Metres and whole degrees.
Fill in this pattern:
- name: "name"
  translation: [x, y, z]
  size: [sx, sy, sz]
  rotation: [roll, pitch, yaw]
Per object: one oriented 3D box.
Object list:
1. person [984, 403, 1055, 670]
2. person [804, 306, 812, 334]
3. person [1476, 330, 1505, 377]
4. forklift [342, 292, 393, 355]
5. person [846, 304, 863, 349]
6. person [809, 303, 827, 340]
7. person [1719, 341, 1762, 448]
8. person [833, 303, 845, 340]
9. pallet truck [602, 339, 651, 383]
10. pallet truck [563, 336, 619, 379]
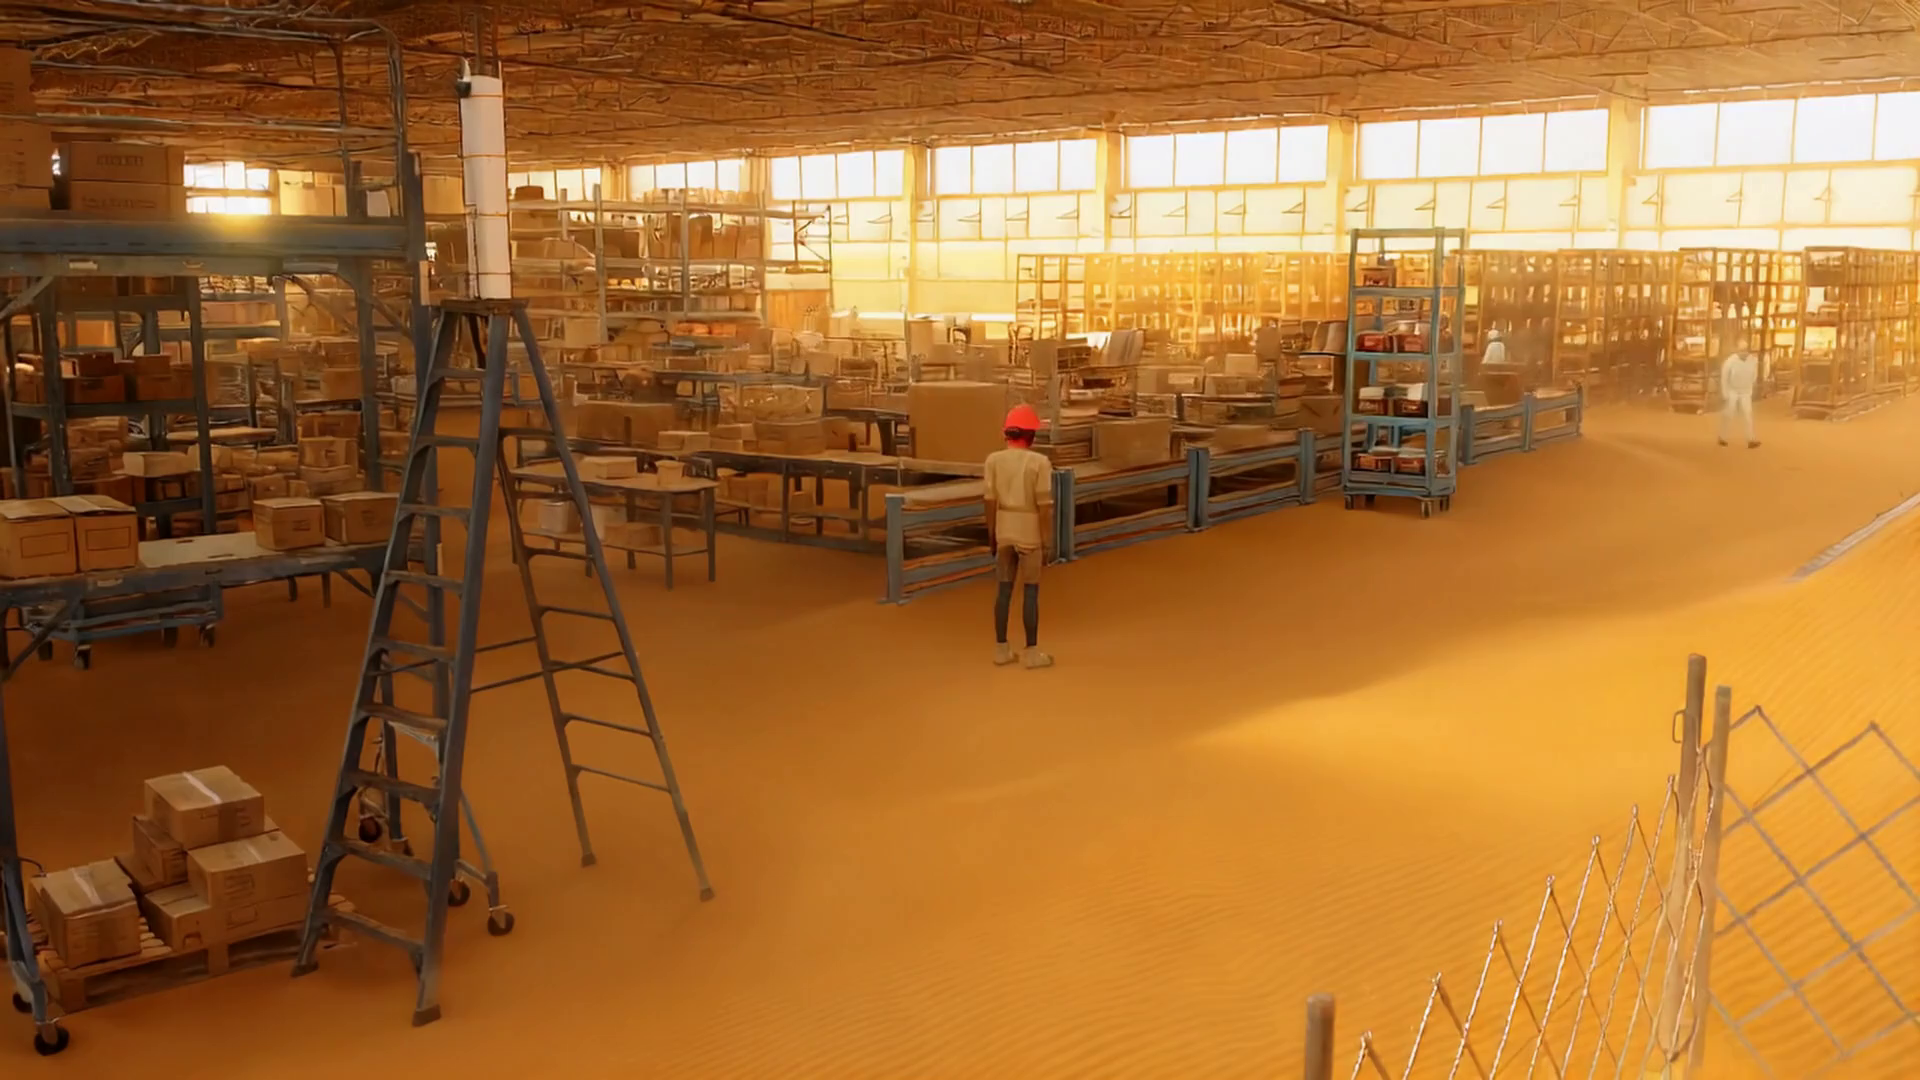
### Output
- name: "person"
  translation: [0.470, -0.023, 12.764]
  size: [0.608, 2.048, 0.366]
  rotation: [6, 11, 34]
- name: "person"
  translation: [-6.020, -8.376, 65.779]
  size: [0.312, 1.768, 0.530]
  rotation: [-8, 12, -39]
- name: "person"
  translation: [11.795, -3.761, 36.932]
  size: [0.596, 1.785, 0.923]
  rotation: [-8, 12, -39]
- name: "forklift"
  translation: [-16.485, -5.622, 45.120]
  size: [1.129, 2.768, 1.873]
  rotation: [7, 11, 37]
- name: "person"
  translation: [-3.859, -7.739, 61.291]
  size: [0.647, 1.921, 0.766]
  rotation: [-3, 10, -19]
- name: "person"
  translation: [-5.073, -7.462, 59.396]
  size: [0.642, 1.982, 0.510]
  rotation: [1, 9, 8]
- name: "person"
  translation: [13.630, -2.536, 29.027]
  size: [0.658, 1.854, 1.007]
  rotation: [-1, 9, -4]
- name: "person"
  translation: [-5.152, -9.012, 69.643]
  size: [0.926, 1.805, 0.623]
  rotation: [2, 9, 11]
- name: "pallet truck"
  translation: [-8.991, -4.871, 45.351]
  size: [0.653, 1.274, 1.630]
  rotation: [7, 11, 37]
- name: "pallet truck"
  translation: [-10.690, -5.294, 48.215]
  size: [1.601, 1.201, 0.680]
  rotation: [-5, 10, -26]
